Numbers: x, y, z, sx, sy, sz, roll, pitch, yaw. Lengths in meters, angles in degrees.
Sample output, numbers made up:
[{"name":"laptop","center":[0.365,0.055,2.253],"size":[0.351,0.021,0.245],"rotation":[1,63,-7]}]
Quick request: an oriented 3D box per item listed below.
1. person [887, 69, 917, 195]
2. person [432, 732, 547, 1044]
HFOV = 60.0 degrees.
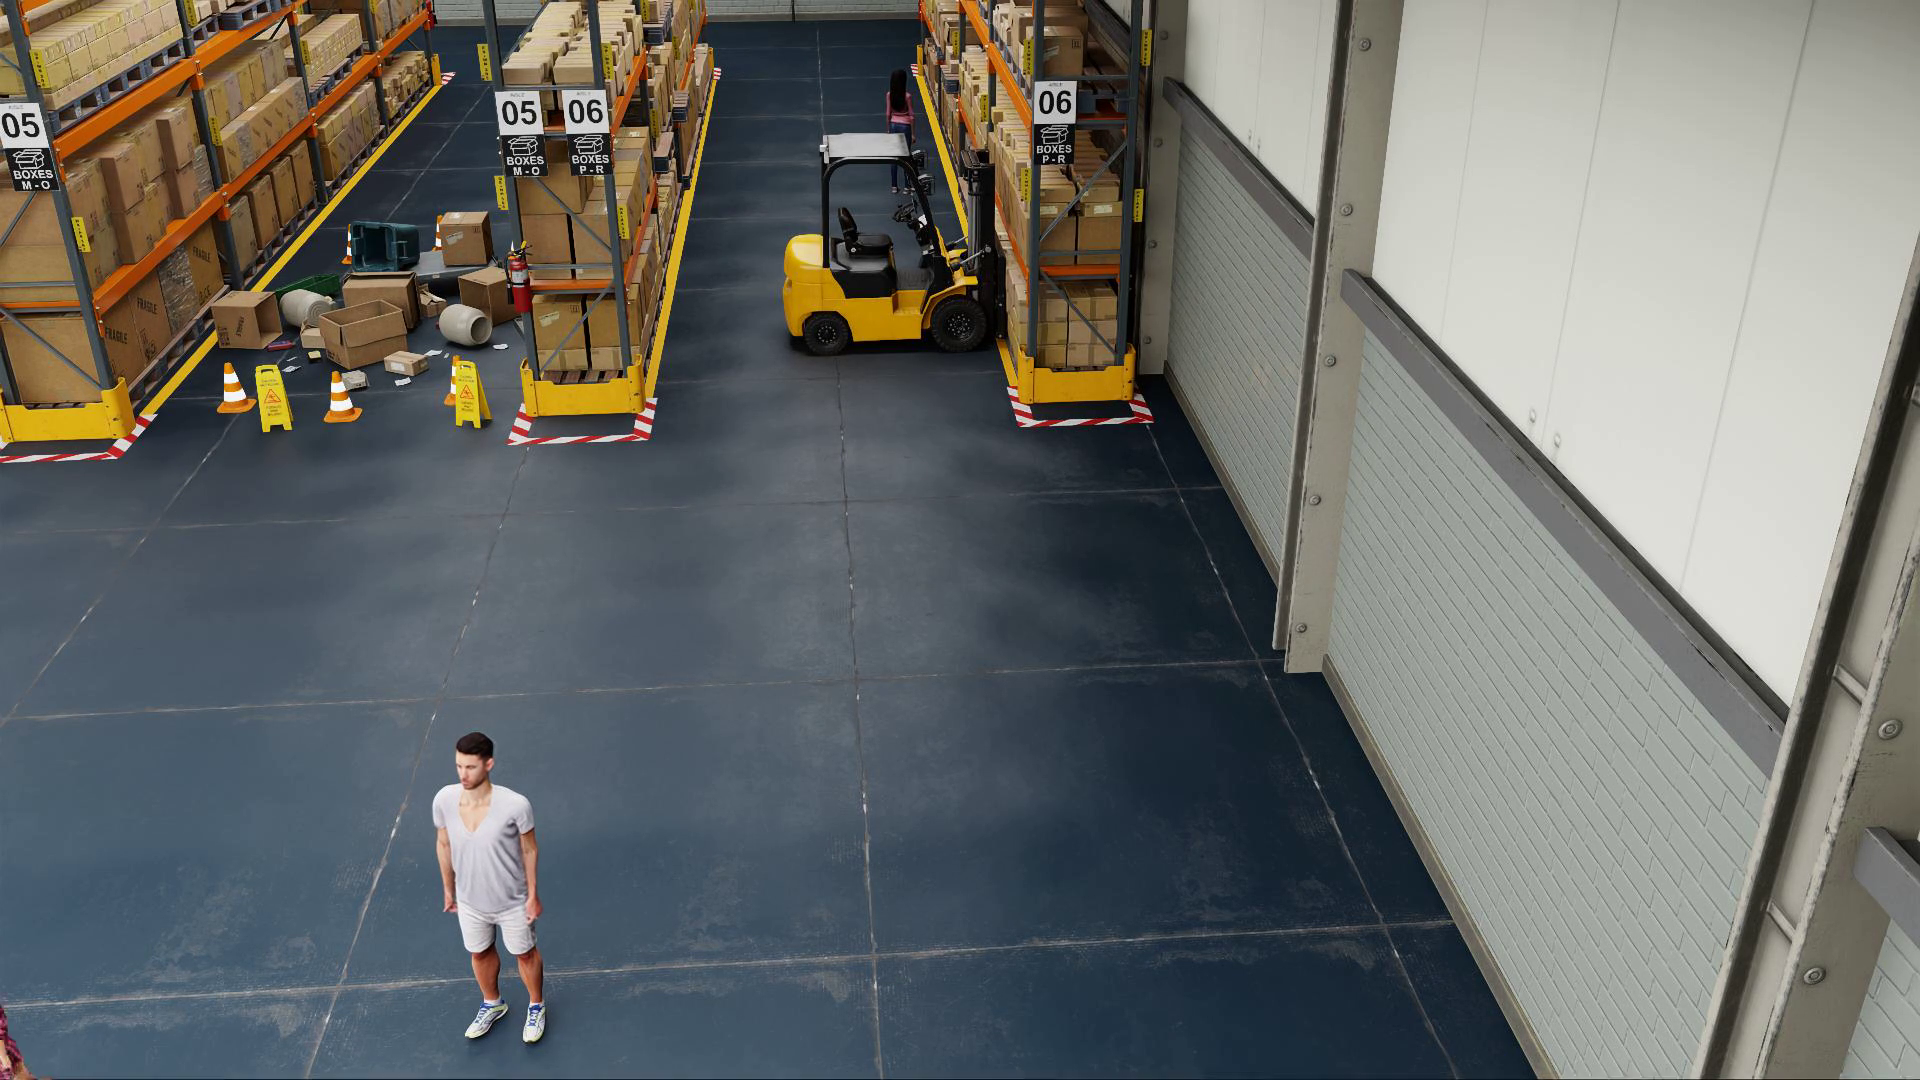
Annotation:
[{"name":"person","center":[-0.848,-5.785,23.520],"size":[0.641,1.742,0.643],"rotation":[10,29,18]},{"name":"person","center":[-2.428,1.801,8.665],"size":[0.725,1.855,0.637],"rotation":[3,27,6]}]
